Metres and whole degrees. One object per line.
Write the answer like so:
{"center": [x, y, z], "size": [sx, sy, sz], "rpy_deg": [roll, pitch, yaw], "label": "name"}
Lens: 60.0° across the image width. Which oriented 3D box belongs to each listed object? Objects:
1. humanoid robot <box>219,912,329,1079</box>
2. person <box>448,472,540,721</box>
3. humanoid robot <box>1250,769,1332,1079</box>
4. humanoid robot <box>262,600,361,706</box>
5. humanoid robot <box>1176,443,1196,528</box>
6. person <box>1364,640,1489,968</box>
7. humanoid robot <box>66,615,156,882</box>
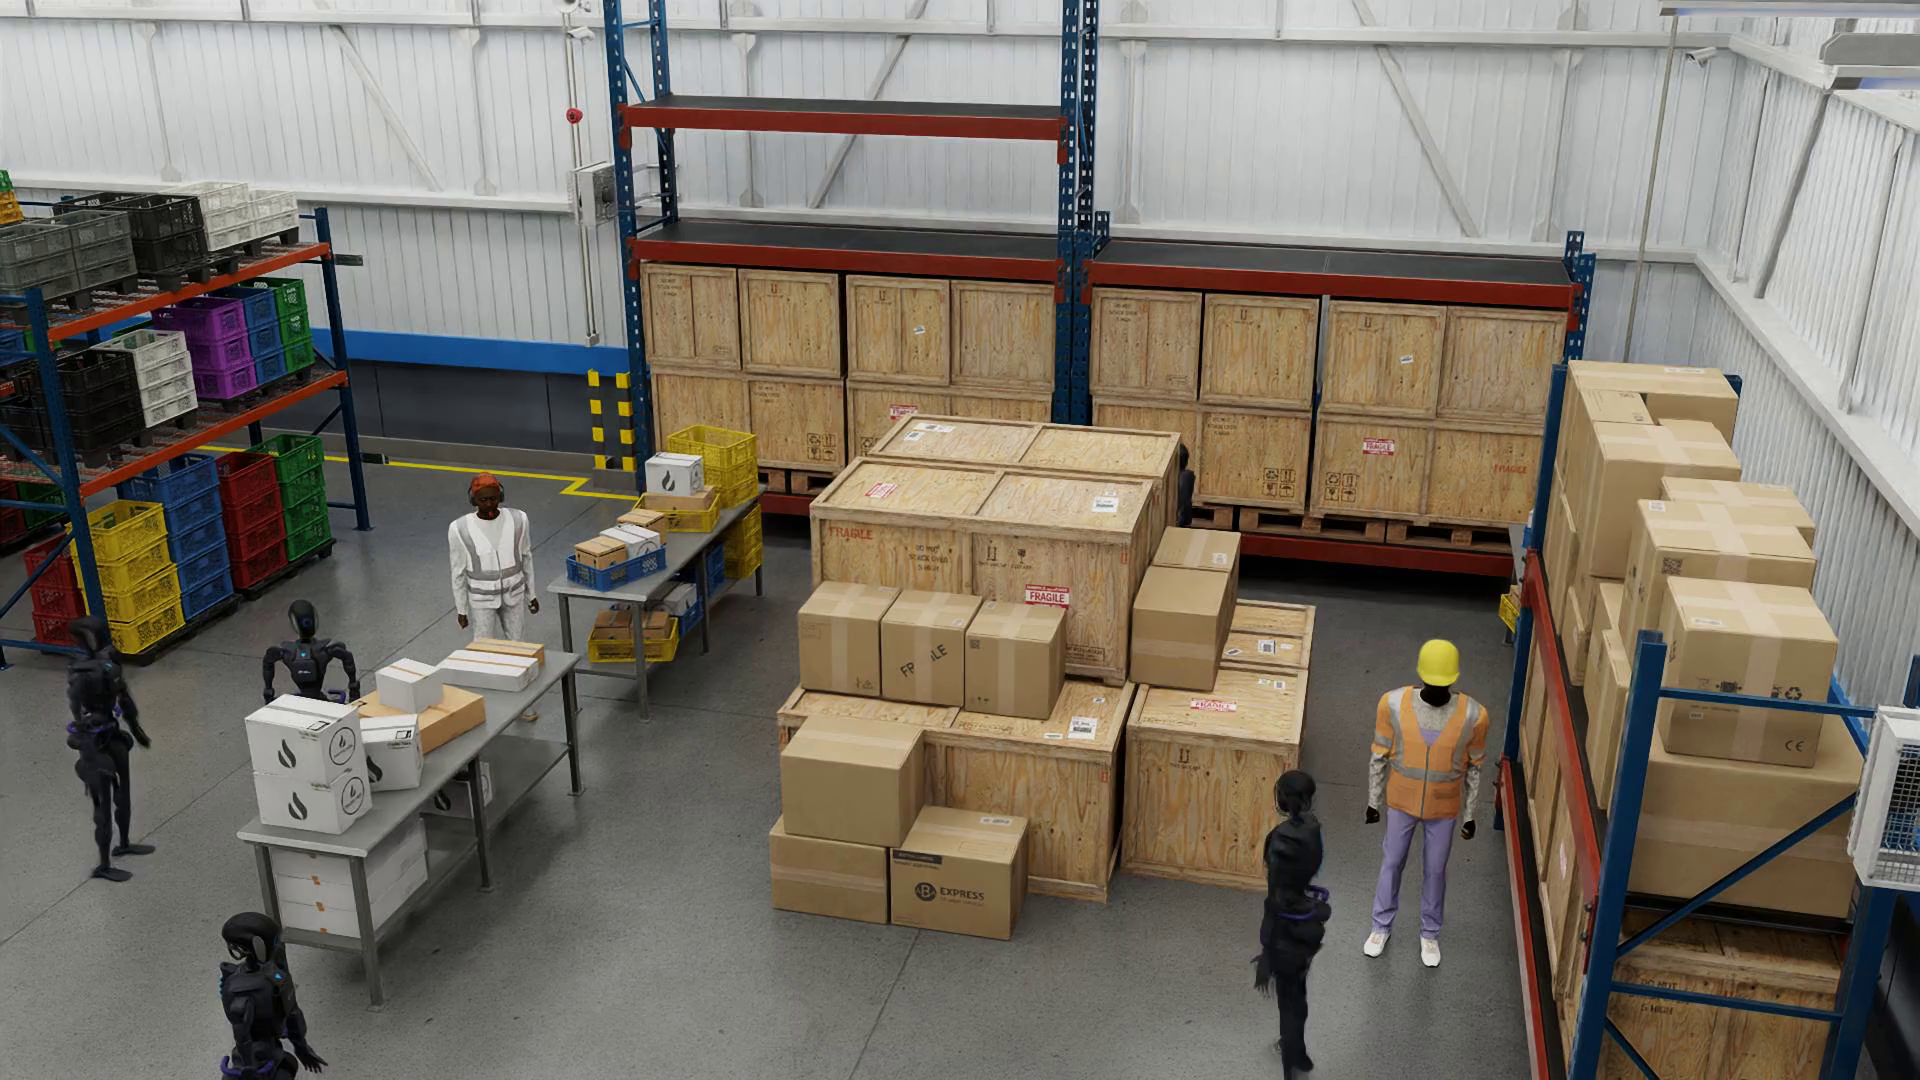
{"center": [-2.924, 2.294, 7.071], "size": [0.355, 1.651, 0.563], "rpy_deg": [-2, 21, -5], "label": "humanoid robot"}
{"center": [-3.256, 0.419, 11.686], "size": [0.583, 1.882, 0.337], "rpy_deg": [-13, 24, -30], "label": "person"}
{"center": [1.601, 1.913, 8.084], "size": [0.364, 1.636, 0.640], "rpy_deg": [12, 24, 29], "label": "humanoid robot"}
{"center": [-3.891, 1.137, 10.078], "size": [0.609, 1.659, 0.313], "rpy_deg": [-4, 21, -11], "label": "humanoid robot"}
{"center": [1.579, -0.040, 13.225], "size": [0.585, 1.628, 0.727], "rpy_deg": [-15, 25, -33], "label": "humanoid robot"}
{"center": [2.507, 1.419, 9.011], "size": [0.594, 1.924, 0.373], "rpy_deg": [6, 22, 16], "label": "person"}
{"center": [-5.079, 1.209, 9.895], "size": [0.320, 1.655, 0.612], "rpy_deg": [0, 21, 1], "label": "humanoid robot"}
